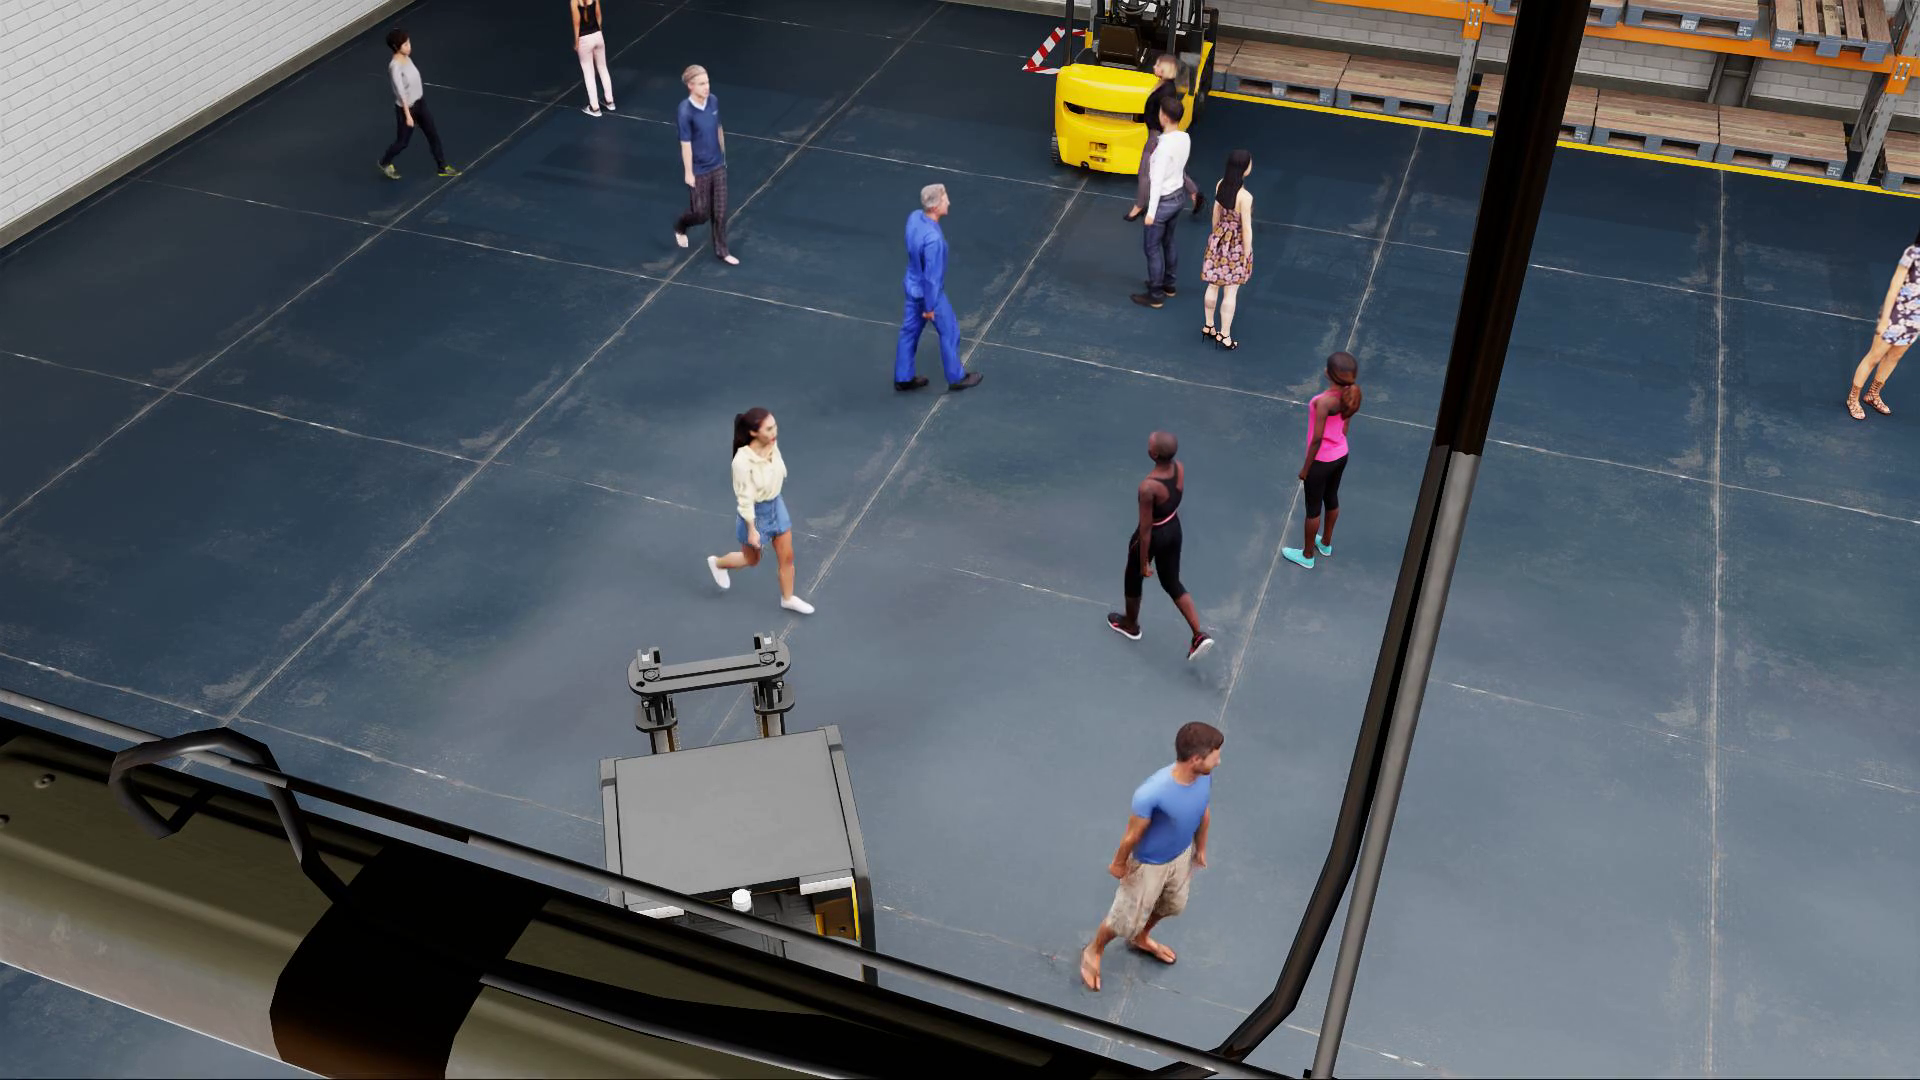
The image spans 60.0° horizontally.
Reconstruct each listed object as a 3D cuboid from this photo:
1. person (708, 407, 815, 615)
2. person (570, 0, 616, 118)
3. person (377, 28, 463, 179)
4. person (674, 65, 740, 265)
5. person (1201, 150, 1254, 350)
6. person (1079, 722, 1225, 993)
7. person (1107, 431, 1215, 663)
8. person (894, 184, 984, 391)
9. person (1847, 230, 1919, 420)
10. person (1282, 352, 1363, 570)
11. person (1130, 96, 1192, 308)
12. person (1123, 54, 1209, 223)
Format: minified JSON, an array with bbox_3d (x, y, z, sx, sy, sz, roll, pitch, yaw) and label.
[{"bbox_3d":[-1.396,-0.191,11.123,1.072,1.608,0.762,20,43,23],"label":"person"},{"bbox_3d":[-3.893,-5.251,17.494,0.617,1.564,0.607,31,48,33],"label":"person"},{"bbox_3d":[-5.445,-4.227,16.244,1.084,1.525,0.736,4,39,5],"label":"person"},{"bbox_3d":[-2.347,-3.350,14.879,1.004,1.857,0.841,26,46,29],"label":"person"},{"bbox_3d":[2.229,-2.400,13.756,0.863,1.774,0.790,-22,44,-26],"label":"person"},{"bbox_3d":[0.977,1.618,8.683,0.958,1.826,0.952,-14,41,-17],"label":"person"},{"bbox_3d":[1.345,0.066,10.701,0.921,1.733,1.148,-29,47,-32],"label":"person"},{"bbox_3d":[-0.362,-1.953,13.173,1.116,1.803,1.049,-15,41,-18],"label":"person"},{"bbox_3d":[7.365,-1.760,12.987,0.635,1.733,0.739,-8,39,-9],"label":"person"},{"bbox_3d":[2.535,-0.558,11.490,0.651,1.723,0.689,-28,46,-30],"label":"person"},{"bbox_3d":[1.787,-2.902,14.313,0.664,1.862,0.680,24,45,27],"label":"person"},{"bbox_3d":[1.968,-3.701,15.493,1.069,1.640,0.736,6,39,7],"label":"person"}]
